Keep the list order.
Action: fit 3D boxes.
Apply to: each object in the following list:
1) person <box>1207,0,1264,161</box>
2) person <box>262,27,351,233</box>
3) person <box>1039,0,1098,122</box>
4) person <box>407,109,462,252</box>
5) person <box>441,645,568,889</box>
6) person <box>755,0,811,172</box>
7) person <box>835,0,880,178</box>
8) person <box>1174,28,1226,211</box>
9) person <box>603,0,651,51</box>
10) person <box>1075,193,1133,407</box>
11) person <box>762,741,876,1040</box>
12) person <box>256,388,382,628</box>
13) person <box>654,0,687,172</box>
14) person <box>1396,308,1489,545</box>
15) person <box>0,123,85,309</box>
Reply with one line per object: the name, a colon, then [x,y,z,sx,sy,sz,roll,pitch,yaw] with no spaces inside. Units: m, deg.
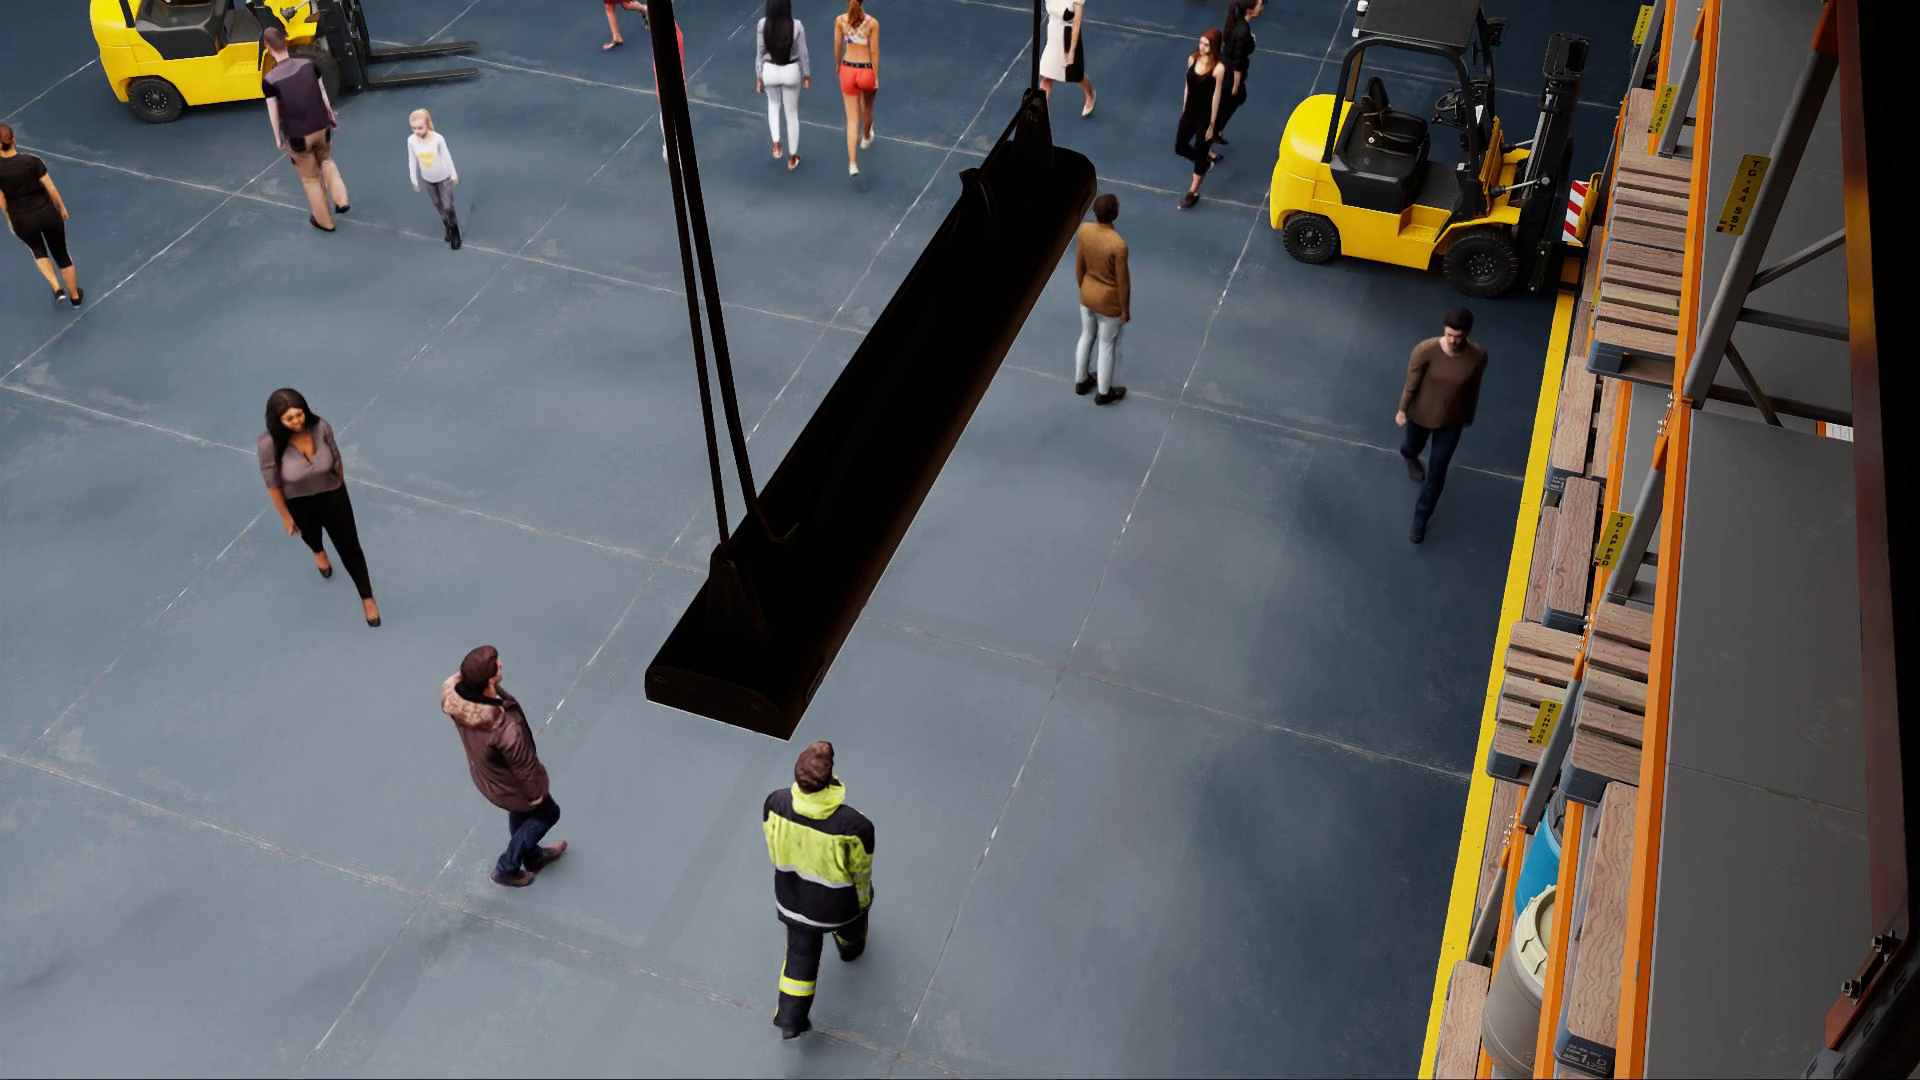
person: [2.425,-4.243,15.257,0.788,1.635,0.720,-1,44,-1]
person: [-5.578,-3.502,14.357,0.890,1.803,0.775,30,51,28]
person: [1.056,-4.669,15.646,0.911,1.715,1.169,34,53,30]
person: [-4.526,-3.184,14.411,0.608,1.269,0.676,-1,44,-1]
person: [-2.589,1.342,9.253,0.946,1.830,0.918,-31,52,-28]
person: [-1.628,-4.137,15.094,0.715,1.707,0.703,4,44,4]
person: [-0.942,-4.133,15.059,0.761,1.748,1.213,4,44,5]
person: [2.190,-3.744,14.677,0.854,1.713,0.739,-33,53,-30]
person: [-3.475,-5.811,16.976,0.655,1.534,0.935,23,48,23]
person: [1.065,-1.823,12.585,0.712,1.816,0.681,33,53,30]
person: [-0.744,1.842,8.645,0.823,1.945,1.232,11,45,11]
person: [-4.307,-0.299,11.013,1.198,1.779,1.184,-22,48,-22]
person: [-2.638,-4.198,15.072,0.728,1.825,0.668,-18,47,-18]
person: [3.340,-0.933,11.633,0.780,1.842,1.189,7,44,8]
person: [-7.498,-2.577,13.492,0.696,1.658,0.751,-17,46,-17]
